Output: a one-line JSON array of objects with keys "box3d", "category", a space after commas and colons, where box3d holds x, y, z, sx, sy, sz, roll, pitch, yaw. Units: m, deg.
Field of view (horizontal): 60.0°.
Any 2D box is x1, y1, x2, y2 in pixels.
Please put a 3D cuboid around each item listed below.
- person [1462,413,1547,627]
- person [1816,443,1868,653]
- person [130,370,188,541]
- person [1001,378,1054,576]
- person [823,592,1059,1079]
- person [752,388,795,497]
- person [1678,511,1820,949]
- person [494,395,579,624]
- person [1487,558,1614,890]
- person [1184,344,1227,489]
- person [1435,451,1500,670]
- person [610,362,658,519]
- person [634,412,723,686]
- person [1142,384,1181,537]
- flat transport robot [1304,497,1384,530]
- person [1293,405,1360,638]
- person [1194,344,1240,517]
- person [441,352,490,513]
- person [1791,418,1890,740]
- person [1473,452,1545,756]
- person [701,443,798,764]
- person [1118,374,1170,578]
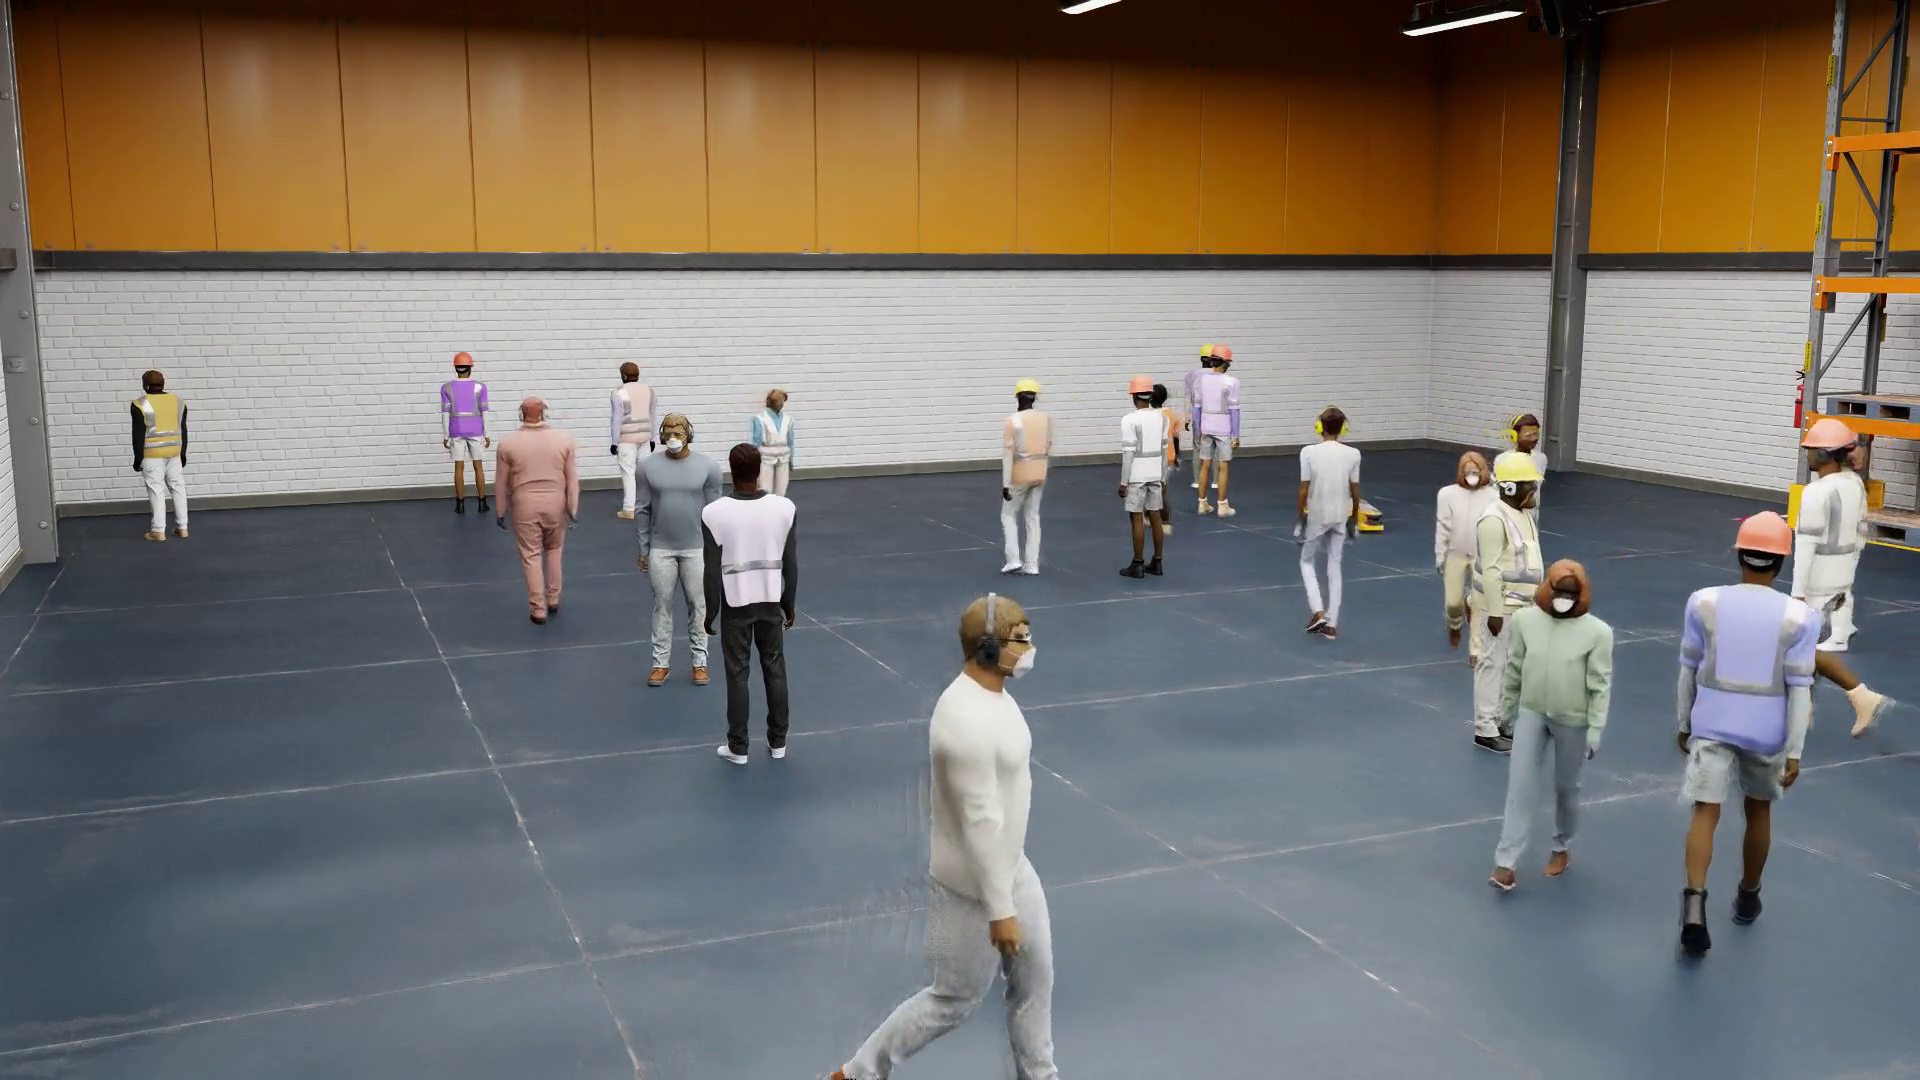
[{"box3d": [4.341, -0.103, 13.118, 0.515, 1.840, 0.874, -3, 10, -19], "category": "person"}, {"box3d": [6.718, 0.058, 12.711, 0.371, 1.626, 0.537, 4, 10, 23], "category": "person"}, {"box3d": [-8.668, -0.918, 18.005, 0.429, 1.843, 0.627, 6, 11, 32], "category": "person"}, {"box3d": [0.597, -0.596, 15.912, 0.628, 1.890, 0.510, -6, 11, -31], "category": "person"}, {"box3d": [0.022, 1.110, 5.514, 0.924, 1.913, 0.629, 2, 10, 13], "category": "person"}, {"box3d": [-2.051, -0.849, 18.207, 0.523, 1.624, 0.423, -6, 11, -34], "category": "person"}, {"box3d": [3.398, 0.832, 7.243, 0.543, 1.908, 0.877, 5, 11, 28], "category": "person"}, {"box3d": [-3.565, -0.270, 13.941, 0.671, 1.880, 0.792, -4, 10, -23], "category": "person"}, {"box3d": [2.775, 0.880, 7.858, 0.520, 1.590, 0.820, 7, 11, 35], "category": "person"}, {"box3d": [3.264, -1.631, 22.066, 0.584, 1.928, 0.374, 3, 10, 15], "category": "person"}, {"box3d": [3.788, 0.124, 12.372, 0.506, 1.607, 0.571, 3, 10, 16], "category": "person"}, {"box3d": [-3.852, -1.174, 19.563, 0.429, 1.839, 0.634, 9, 13, 44], "category": "person"}, {"box3d": [-1.982, 0.067, 11.748, 0.628, 1.940, 0.373, -1, 9, -4], "category": "person"}, {"box3d": [2.122, -0.894, 18.393, 0.557, 1.649, 0.847, -6, 11, -30], "category": "person"}, {"box3d": [4.380, -0.306, 19.045, 0.652, 0.197, 1.431, 0, 9, 2], "category": "flat transport robot"}, {"box3d": [2.924, -0.139, 13.262, 0.569, 1.850, 0.433, -1, 9, -4], "category": "person"}, {"box3d": [3.065, -1.296, 19.719, 0.608, 2.034, 0.392, 8, 12, 40], "category": "person"}, {"box3d": [-5.929, -1.289, 19.971, 0.550, 1.933, 0.374, -2, 10, -15], "category": "person"}, {"box3d": [5.413, 0.260, 10.328, 0.618, 2.020, 0.736, -8, 12, -40], "category": "person"}, {"box3d": [3.355, 0.377, 10.176, 0.404, 1.837, 0.587, 7, 11, 35], "category": "person"}, {"box3d": [-1.248, 0.379, 9.913, 0.593, 1.920, 0.391, -4, 10, -25], "category": "person"}, {"box3d": [1.724, -0.606, 15.830, 0.550, 1.933, 0.374, -6, 11, -33], "category": "person"}]
